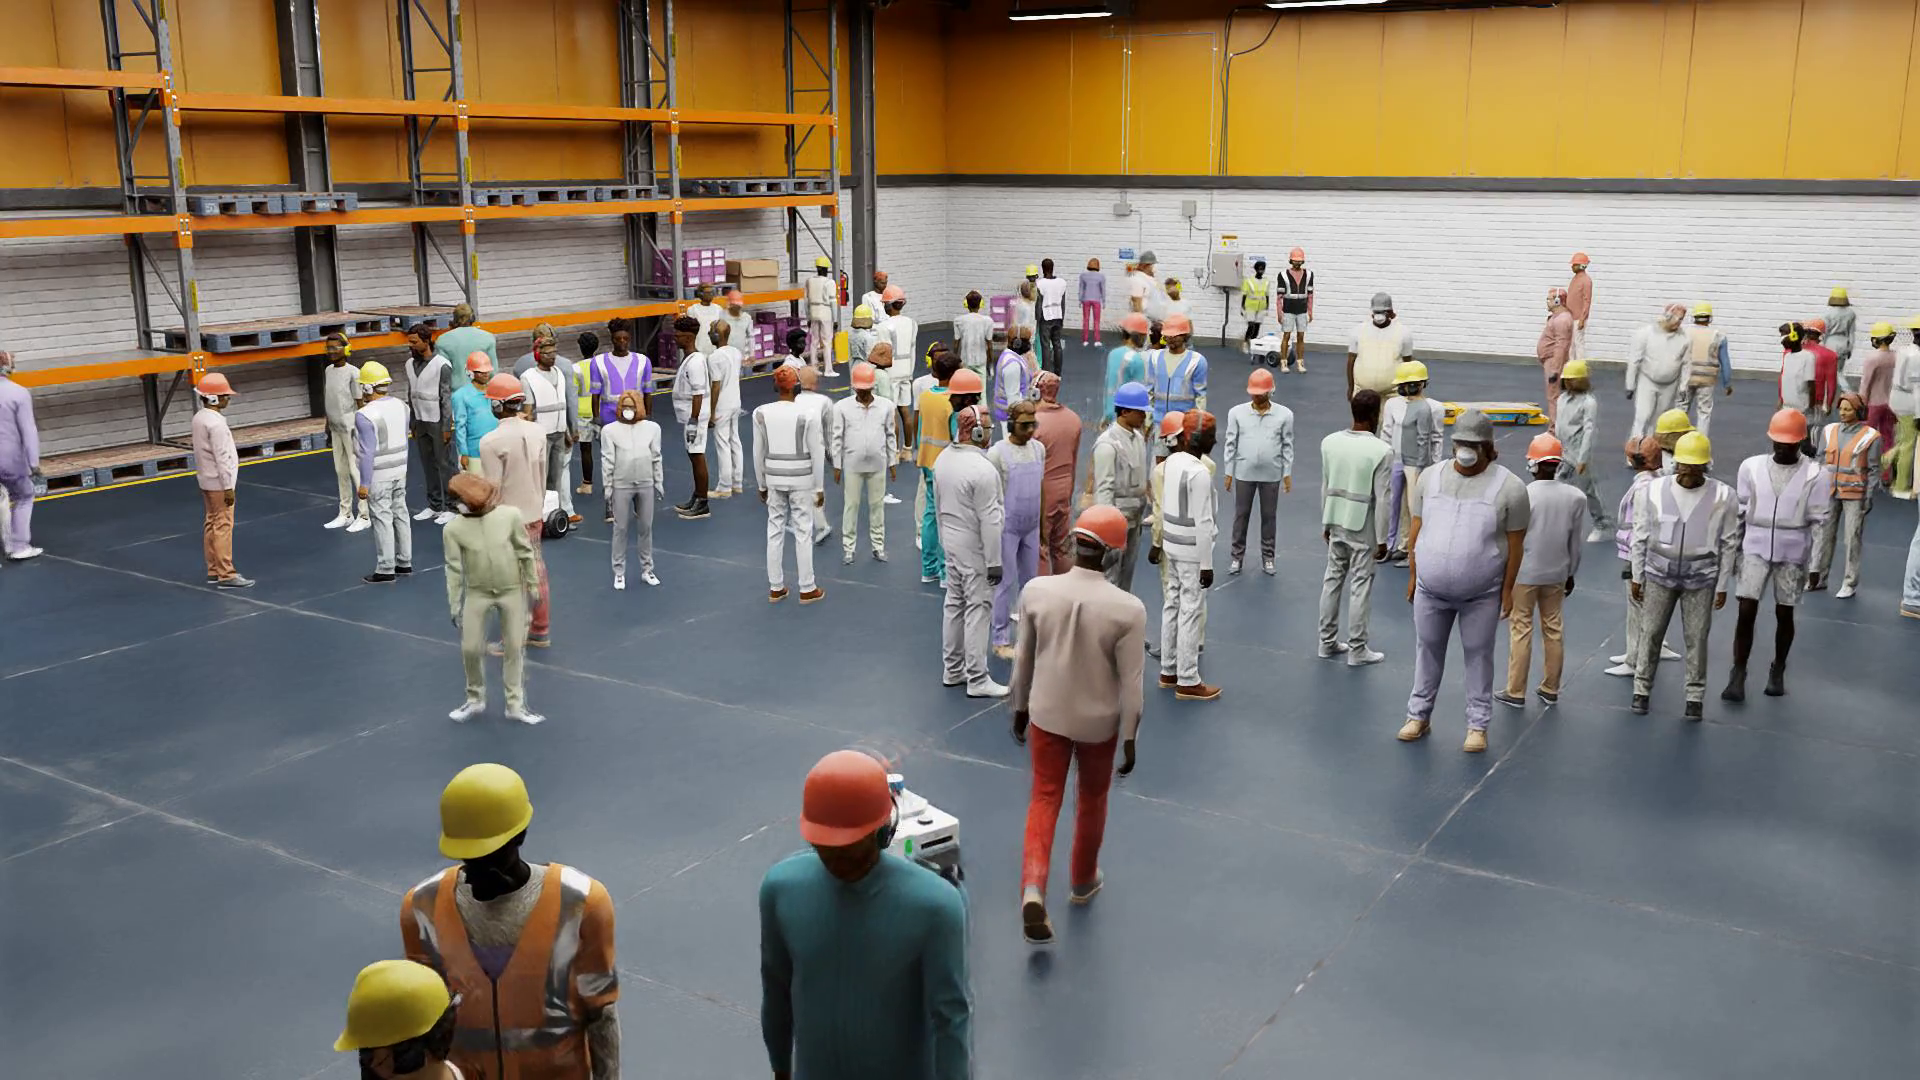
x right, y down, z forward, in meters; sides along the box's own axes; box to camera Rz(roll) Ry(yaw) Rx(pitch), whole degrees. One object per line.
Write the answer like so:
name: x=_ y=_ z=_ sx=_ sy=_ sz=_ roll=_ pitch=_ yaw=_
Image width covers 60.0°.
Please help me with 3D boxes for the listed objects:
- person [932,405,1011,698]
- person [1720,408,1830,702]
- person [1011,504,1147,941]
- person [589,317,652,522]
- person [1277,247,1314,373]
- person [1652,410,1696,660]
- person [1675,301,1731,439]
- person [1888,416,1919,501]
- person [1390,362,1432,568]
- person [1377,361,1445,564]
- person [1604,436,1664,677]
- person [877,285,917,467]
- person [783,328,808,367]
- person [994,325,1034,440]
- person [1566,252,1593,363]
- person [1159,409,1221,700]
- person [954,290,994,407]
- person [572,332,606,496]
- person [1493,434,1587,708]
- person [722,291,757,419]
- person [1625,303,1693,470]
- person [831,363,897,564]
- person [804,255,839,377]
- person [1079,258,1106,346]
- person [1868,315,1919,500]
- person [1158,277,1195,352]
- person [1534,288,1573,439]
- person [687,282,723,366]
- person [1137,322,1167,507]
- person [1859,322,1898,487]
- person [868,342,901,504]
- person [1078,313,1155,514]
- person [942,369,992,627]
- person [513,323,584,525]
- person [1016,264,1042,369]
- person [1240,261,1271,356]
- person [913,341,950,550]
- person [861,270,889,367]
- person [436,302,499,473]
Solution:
person: x=0.095 y=0.070 z=10.795 sx=0.409 sy=1.907 sz=0.651 roll=-8 pitch=15 yaw=-30
person: x=5.165 y=0.117 z=10.593 sx=0.582 sy=1.905 sz=0.826 roll=9 pitch=16 yaw=34
person: x=0.498 y=0.818 z=7.472 sx=0.639 sy=1.951 sz=0.890 roll=4 pitch=14 yaw=18
person: x=-3.240 y=-1.157 z=15.986 sx=0.607 sy=1.966 sz=0.367 roll=-5 pitch=14 yaw=-21
person: x=5.424 y=-3.706 z=26.911 sx=0.600 sy=2.036 sz=0.396 roll=-1 pitch=13 yaw=-6
person: x=4.935 y=-0.046 z=11.655 sx=0.289 sy=1.746 sz=0.486 roll=2 pitch=13 yaw=8
person: x=8.577 y=-1.849 z=19.306 sx=0.661 sy=1.823 sz=0.404 roll=7 pitch=15 yaw=29
person: x=9.793 y=-1.235 z=16.946 sx=0.319 sy=1.686 sz=0.539 roll=-5 pitch=14 yaw=-22
person: x=3.829 y=-0.645 z=14.232 sx=0.345 sy=1.758 sz=0.532 roll=-3 pitch=13 yaw=-12
person: x=3.851 y=-0.652 z=14.235 sx=0.523 sy=1.769 sz=0.314 roll=6 pitch=14 yaw=23
person: x=4.575 y=0.111 z=11.208 sx=0.312 sy=1.638 sz=0.512 roll=7 pitch=15 yaw=29
person: x=-0.754 y=-1.856 z=18.849 sx=0.374 sy=2.042 sz=0.615 roll=10 pitch=16 yaw=36
person: x=-1.728 y=-1.394 z=17.609 sx=0.318 sy=1.696 sz=0.535 roll=1 pitch=13 yaw=5
person: x=0.557 y=-1.215 z=16.544 sx=0.428 sy=1.836 sz=0.623 roll=0 pitch=13 yaw=0
person: x=9.680 y=-3.509 z=26.127 sx=0.375 sy=1.995 sz=0.610 roll=-1 pitch=13 yaw=-5
person: x=1.489 y=0.089 z=10.755 sx=0.342 sy=1.885 sz=0.586 roll=-4 pitch=13 yaw=-15
person: x=0.164 y=-2.141 z=20.503 sx=0.508 sy=1.860 sz=0.326 roll=0 pitch=13 yaw=2
person: x=-3.807 y=-1.303 z=17.212 sx=0.533 sy=1.697 sz=0.318 roll=-9 pitch=16 yaw=-35
person: x=3.666 y=0.195 z=10.589 sx=0.576 sy=1.749 sz=0.334 roll=-3 pitch=13 yaw=-13
person: x=-3.018 y=-2.494 z=22.348 sx=0.563 sy=1.703 sz=0.872 roll=-9 pitch=16 yaw=-35
person: x=7.838 y=-1.698 z=18.588 sx=0.668 sy=1.859 sz=0.878 roll=1 pitch=13 yaw=3
person: x=-0.814 y=-0.657 z=14.304 sx=0.575 sy=1.739 sz=0.342 roll=-3 pitch=13 yaw=-13
person: x=-2.190 y=-3.557 z=26.482 sx=0.594 sy=1.924 sz=0.382 roll=7 pitch=15 yaw=29
person: x=2.465 y=-4.413 z=30.859 sx=0.503 sy=1.623 sz=0.311 roll=4 pitch=13 yaw=15
person: x=9.676 y=-1.354 z=16.981 sx=0.471 sy=1.910 sz=0.607 roll=4 pitch=14 yaw=19
person: x=3.023 y=-2.780 z=23.358 sx=0.571 sy=1.830 sz=0.847 roll=2 pitch=13 yaw=9
person: x=7.229 y=-2.117 z=20.285 sx=0.402 sy=1.906 sz=0.652 roll=4 pitch=14 yaw=19
person: x=-3.356 y=-2.498 z=22.068 sx=0.518 sy=1.843 sz=0.332 roll=-8 pitch=15 yaw=-31
person: x=1.937 y=-1.255 z=16.666 sx=0.335 sy=1.854 sz=0.532 roll=-12 pitch=18 yaw=-43
person: x=9.708 y=-1.426 z=17.621 sx=0.529 sy=1.761 sz=0.341 roll=-4 pitch=14 yaw=-18
person: x=-0.782 y=-1.187 z=16.846 sx=0.279 sy=1.633 sz=0.505 roll=-4 pitch=14 yaw=-17
person: x=1.646 y=-1.219 z=16.237 sx=1.104 sy=1.976 sz=0.599 roll=-3 pitch=13 yaw=-13
person: x=0.060 y=-0.303 z=12.345 sx=0.379 sy=1.937 sz=0.548 roll=-1 pitch=13 yaw=-3
person: x=-3.881 y=-1.082 z=15.723 sx=0.631 sy=1.940 sz=0.372 roll=4 pitch=13 yaw=15
person: x=1.159 y=-3.553 z=26.820 sx=0.532 sy=1.767 sz=0.328 roll=1 pitch=13 yaw=6
person: x=5.206 y=-4.071 z=29.238 sx=0.547 sy=1.673 sz=0.411 roll=-4 pitch=14 yaw=-18
person: x=-0.190 y=-0.841 z=14.826 sx=0.517 sy=1.873 sz=0.334 roll=-9 pitch=16 yaw=-34
person: x=-1.144 y=-2.870 z=23.597 sx=0.356 sy=1.886 sz=0.574 roll=11 pitch=17 yaw=39
person: x=-5.278 y=-1.583 z=17.911 sx=0.627 sy=1.934 sz=0.370 roll=-4 pitch=14 yaw=-16
